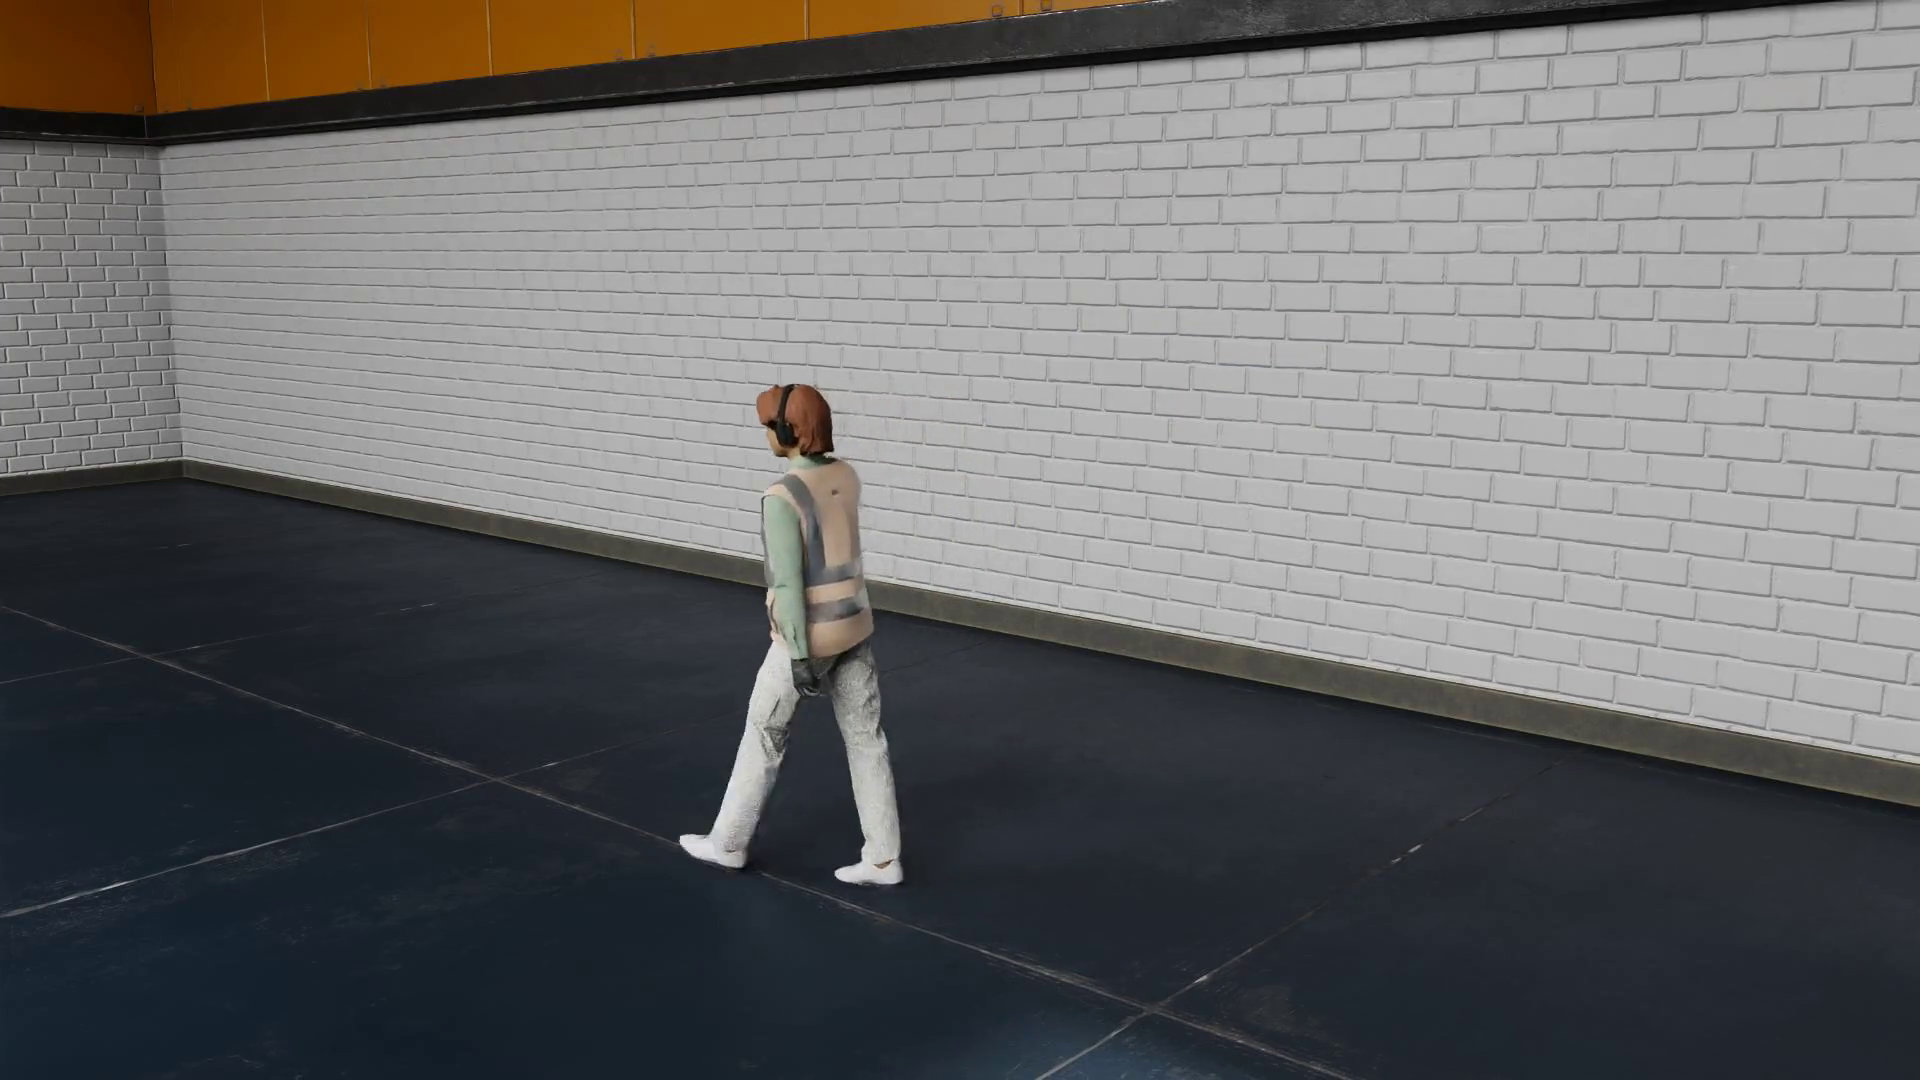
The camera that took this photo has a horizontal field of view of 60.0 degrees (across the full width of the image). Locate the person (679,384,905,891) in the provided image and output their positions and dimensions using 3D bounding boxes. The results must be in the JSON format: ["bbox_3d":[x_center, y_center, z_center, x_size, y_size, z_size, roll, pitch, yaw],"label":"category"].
[{"bbox_3d":[-0.532,0.309,5.280,0.842,1.600,0.515,6,12,30],"label":"person"}]
